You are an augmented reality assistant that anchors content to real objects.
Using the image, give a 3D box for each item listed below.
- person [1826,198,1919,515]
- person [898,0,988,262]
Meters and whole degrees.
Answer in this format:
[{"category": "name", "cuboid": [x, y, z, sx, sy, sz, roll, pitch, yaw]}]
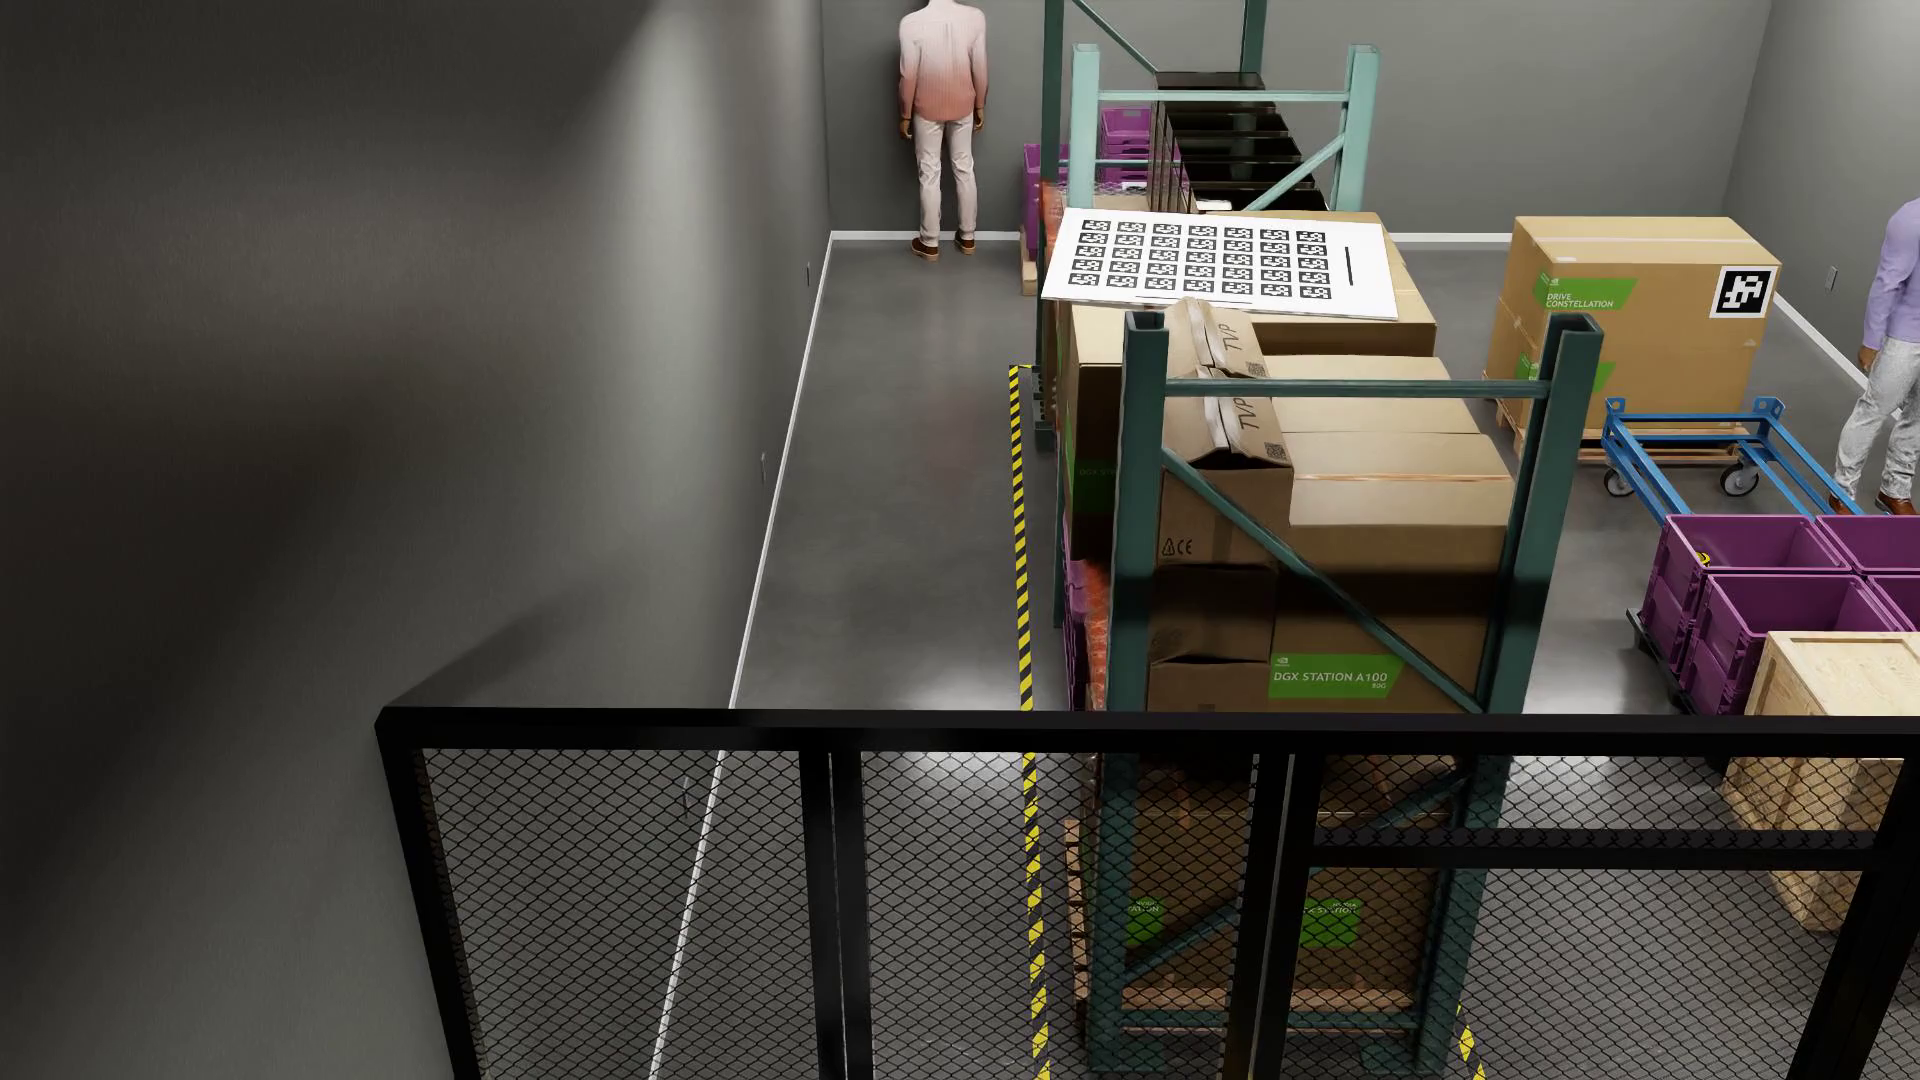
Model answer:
[{"category": "person", "cuboid": [4.523, -0.942, 7.780, 0.636, 1.939, 0.365, -1, 31, -2]}, {"category": "person", "cuboid": [-0.120, -2.824, 10.852, 0.622, 1.992, 0.396, -12, 33, -20]}]
